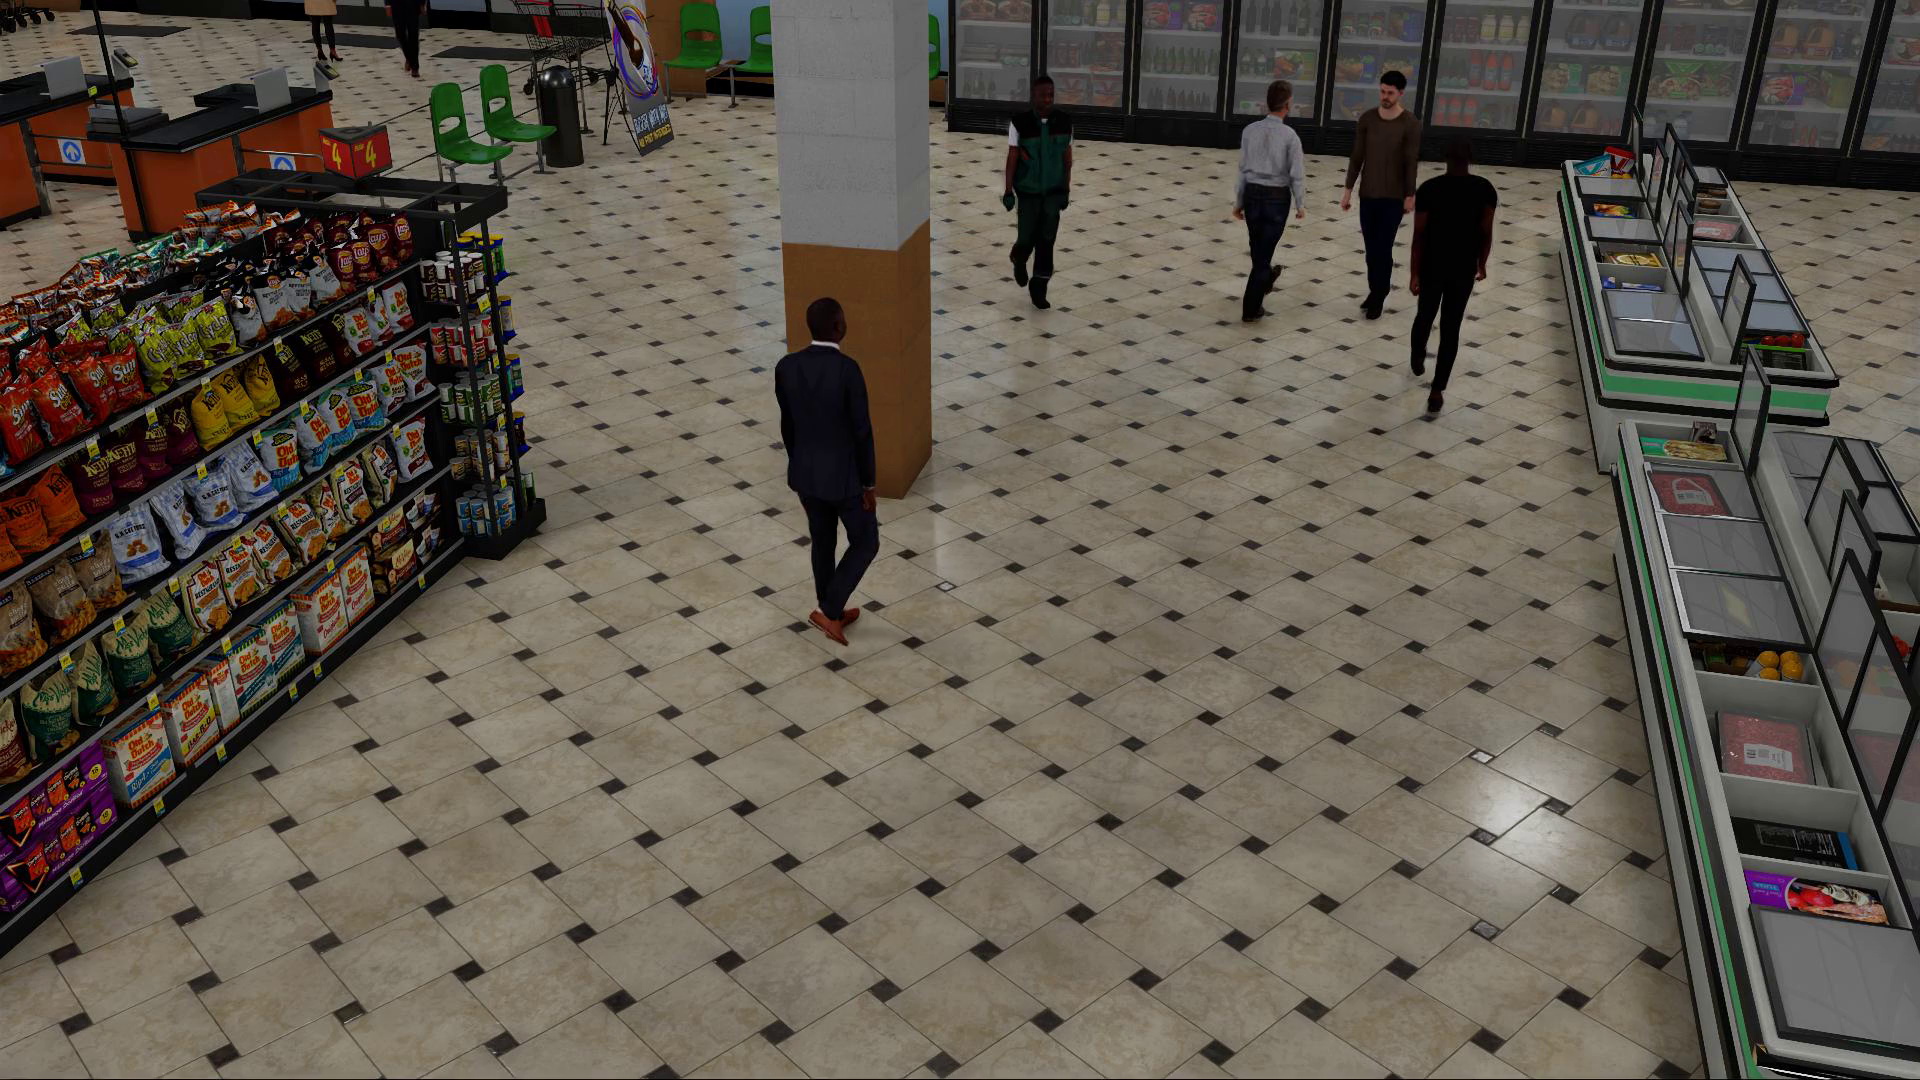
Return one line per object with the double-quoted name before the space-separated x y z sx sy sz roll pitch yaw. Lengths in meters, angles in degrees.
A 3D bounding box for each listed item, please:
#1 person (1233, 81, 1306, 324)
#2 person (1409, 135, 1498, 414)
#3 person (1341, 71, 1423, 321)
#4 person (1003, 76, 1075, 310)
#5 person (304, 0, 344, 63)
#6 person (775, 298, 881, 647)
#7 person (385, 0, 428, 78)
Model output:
"person" 2.305 -2.523 12.612 0.948 1.773 1.228 16 31 28
"person" 3.238 -1.721 11.025 0.675 1.777 1.124 7 28 14
"person" 3.295 -2.672 12.802 0.813 1.865 0.879 20 33 34
"person" 0.599 -2.726 12.974 0.932 1.807 1.039 -7 28 -14
"person" -8.431 -7.153 21.842 0.645 1.681 0.501 7 28 13
"person" -0.666 -0.276 8.137 0.836 1.811 0.891 16 31 29
"person" -7.005 -6.748 21.000 0.810 1.721 0.857 -8 28 -16
